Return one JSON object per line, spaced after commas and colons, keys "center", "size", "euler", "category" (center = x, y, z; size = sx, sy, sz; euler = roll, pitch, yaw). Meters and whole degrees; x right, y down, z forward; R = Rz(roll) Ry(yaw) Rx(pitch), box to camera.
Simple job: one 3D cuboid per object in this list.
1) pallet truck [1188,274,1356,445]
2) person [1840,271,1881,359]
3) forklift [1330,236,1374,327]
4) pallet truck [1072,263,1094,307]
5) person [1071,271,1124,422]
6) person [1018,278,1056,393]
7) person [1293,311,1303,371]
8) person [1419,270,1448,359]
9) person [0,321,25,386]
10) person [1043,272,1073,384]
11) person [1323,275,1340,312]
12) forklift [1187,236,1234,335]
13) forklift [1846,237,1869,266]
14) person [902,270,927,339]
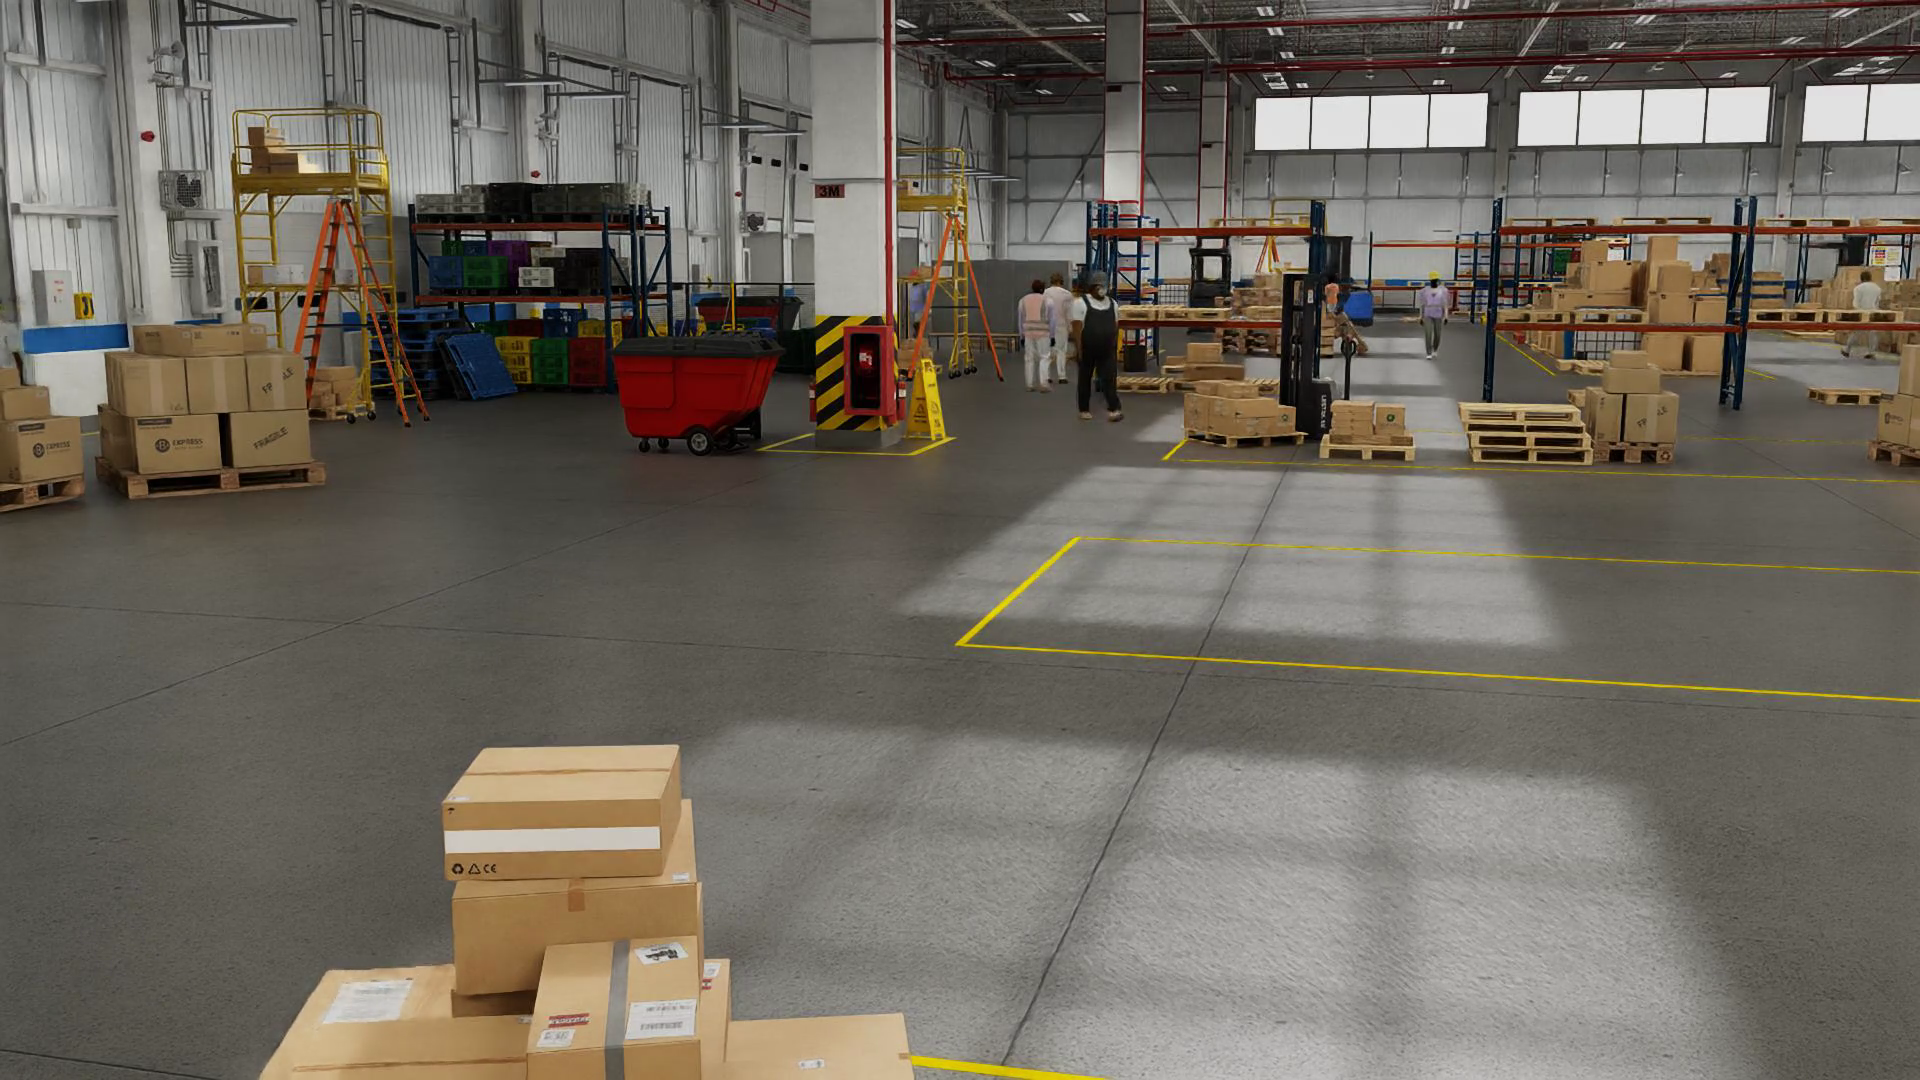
{"center": [3.653, -2.138, 19.590], "size": [1.885, 1.965, 0.823], "euler": [-4, 10, -20], "category": "pallet truck"}
{"center": [19.567, -4.873, 36.029], "size": [0.650, 1.881, 1.025], "euler": [0, 10, -3], "category": "person"}
{"center": [11.773, -7.994, 51.471], "size": [1.873, 2.768, 1.129], "euler": [-2, 10, -12], "category": "forklift"}
{"center": [4.325, -8.180, 55.162], "size": [0.823, 1.965, 1.885], "euler": [6, 11, 31], "category": "pallet truck"}
{"center": [1.830, -2.566, 21.980], "size": [0.695, 2.000, 1.028], "euler": [-2, 10, -14], "category": "person"}
{"center": [1.259, -3.290, 26.835], "size": [0.633, 1.839, 0.429], "euler": [5, 11, 26], "category": "person"}
{"center": [6.628, -4.098, 31.908], "size": [0.321, 1.736, 0.488], "euler": [6, 11, 32], "category": "person"}
{"center": [10.211, -4.860, 35.883], "size": [0.596, 1.904, 0.681], "euler": [3, 10, 16], "category": "person"}
{"center": [-9.569, -1.531, 16.447], "size": [0.525, 1.847, 0.430], "euler": [2, 10, 14], "category": "person"}
{"center": [1.647, -3.646, 28.670], "size": [0.631, 1.931, 0.365], "euler": [5, 11, 25], "category": "person"}
{"center": [11.064, -7.122, 49.906], "size": [0.551, 1.652, 0.850], "euler": [-5, 11, -29], "category": "person"}
{"center": [7.033, -7.119, 46.318], "size": [1.129, 2.768, 1.873], "euler": [3, 10, 16], "category": "forklift"}
{"center": [28.143, -8.140, 52.330], "size": [1.873, 2.768, 1.129], "euler": [2, 10, 14], "category": "forklift"}
{"center": [-1.077, -5.376, 38.996], "size": [0.563, 1.880, 1.010], "euler": [4, 10, 21], "category": "person"}
